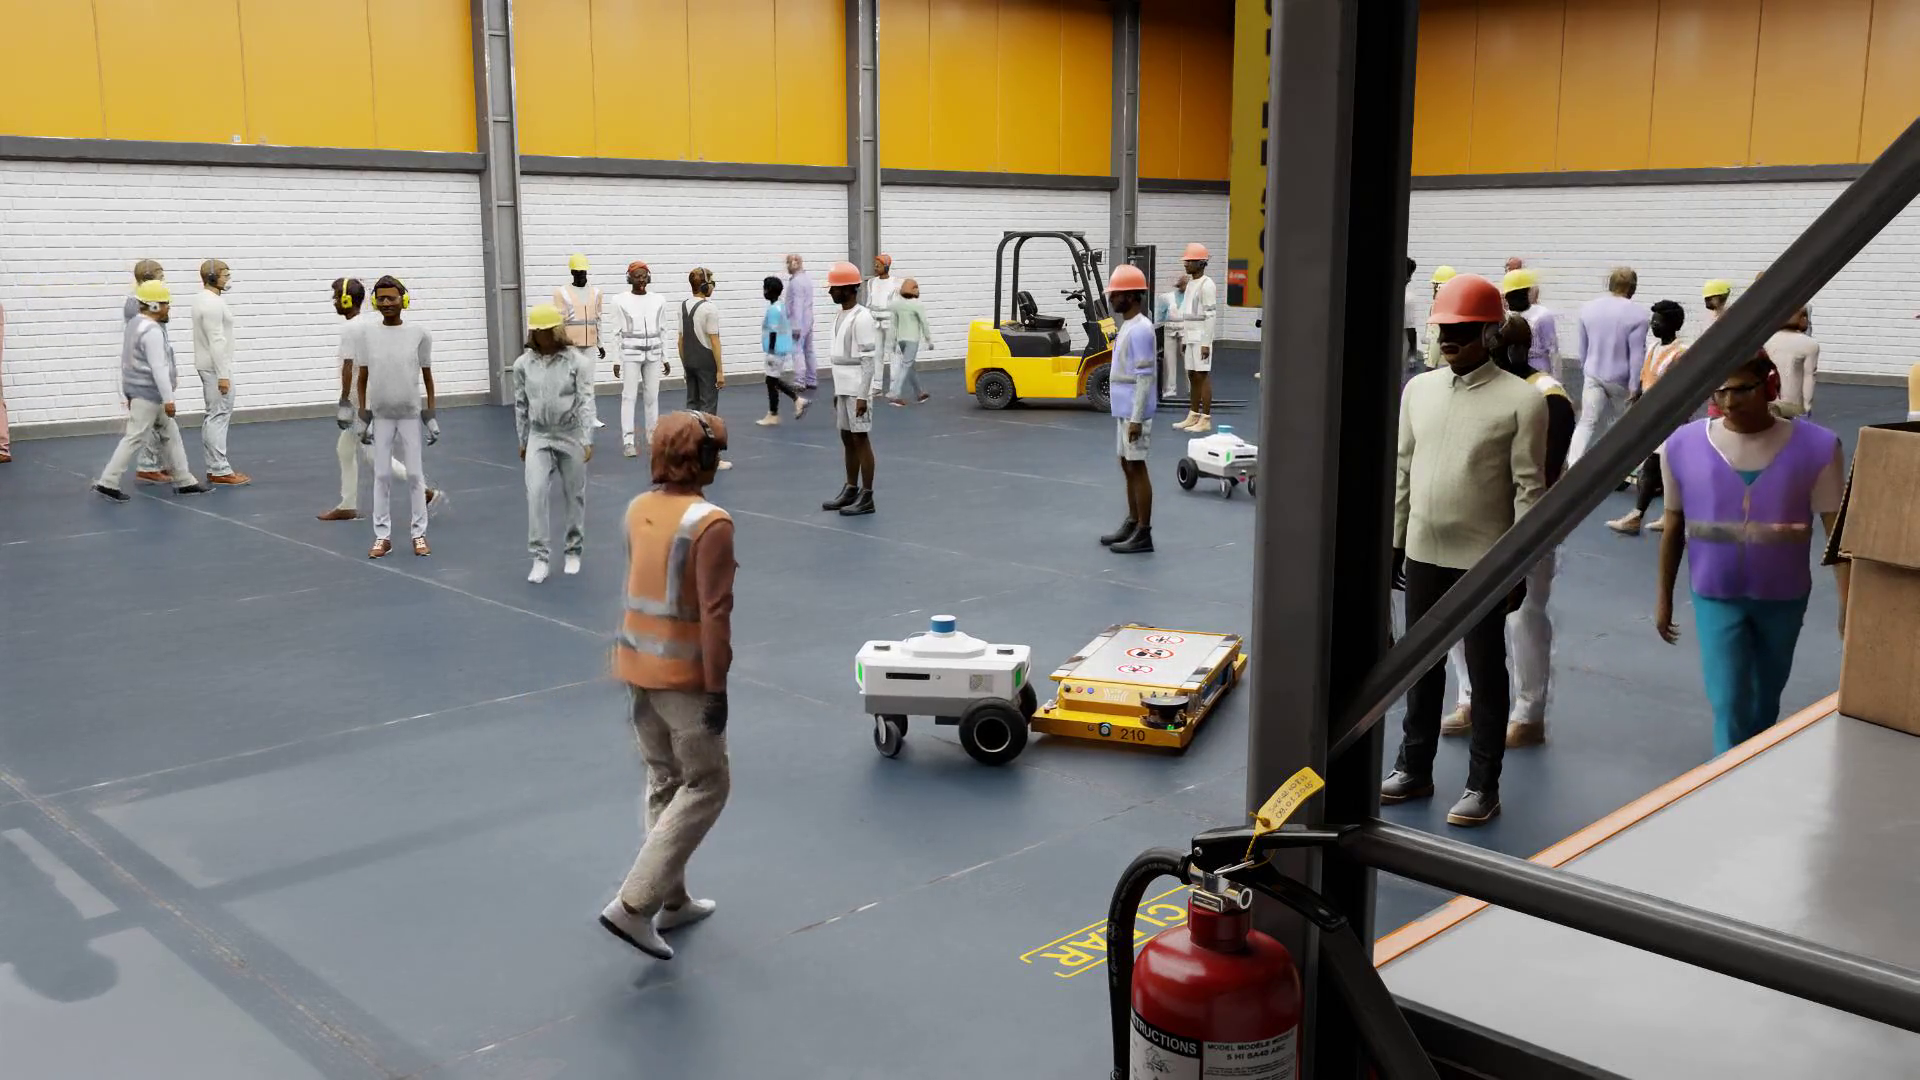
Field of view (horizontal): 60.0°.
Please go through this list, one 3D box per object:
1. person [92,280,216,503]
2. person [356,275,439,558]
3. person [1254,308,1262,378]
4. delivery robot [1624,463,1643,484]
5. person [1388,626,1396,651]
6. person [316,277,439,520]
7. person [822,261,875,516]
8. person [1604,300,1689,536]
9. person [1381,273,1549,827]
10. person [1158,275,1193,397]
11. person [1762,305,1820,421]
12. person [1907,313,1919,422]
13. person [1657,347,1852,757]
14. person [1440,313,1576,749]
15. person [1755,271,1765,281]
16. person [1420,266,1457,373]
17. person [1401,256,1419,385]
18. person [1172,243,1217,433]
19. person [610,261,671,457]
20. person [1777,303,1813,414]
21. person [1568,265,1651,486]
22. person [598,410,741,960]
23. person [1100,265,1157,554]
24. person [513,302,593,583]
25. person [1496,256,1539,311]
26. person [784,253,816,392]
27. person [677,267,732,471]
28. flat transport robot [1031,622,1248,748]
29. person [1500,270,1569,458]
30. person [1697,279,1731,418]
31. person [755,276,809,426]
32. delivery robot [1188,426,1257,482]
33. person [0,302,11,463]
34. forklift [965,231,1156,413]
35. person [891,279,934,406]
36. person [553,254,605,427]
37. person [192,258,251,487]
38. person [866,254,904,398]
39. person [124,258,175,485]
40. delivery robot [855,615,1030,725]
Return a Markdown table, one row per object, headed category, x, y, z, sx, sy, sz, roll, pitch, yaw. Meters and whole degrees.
| category | x | y | z | sx | sy | sz | roll | pitch | yaw |
| --- | --- | --- | --- | --- | --- | --- | --- | --- | --- |
| person | -6.560 | -1.187 | 13.344 | 0.904 | 1.787 | 0.615 | -7 | 13 | -34 |
| person | -3.737 | -0.813 | 11.046 | 0.520 | 1.871 | 0.332 | -2 | 11 | -12 |
| person | 4.673 | -3.346 | 24.947 | 0.624 | 1.840 | 0.429 | -7 | 13 | -35 |
| delivery robot | 5.800 | -0.700 | 13.761 | 0.707 | 0.478 | 0.477 | -3 | 11 | -16 |
| person | 1.783 | -0.202 | 7.726 | 0.610 | 1.891 | 0.777 | 10 | 14 | 44 |
| person | -4.364 | -1.026 | 12.349 | 0.888 | 1.835 | 0.511 | -1 | 10 | -3 |
| person | -0.845 | -1.152 | 12.717 | 0.376 | 1.934 | 0.547 | -5 | 12 | -26 |
| person | 4.917 | -0.868 | 11.877 | 0.671 | 1.673 | 0.552 | 0 | 10 | 1 |
| person | 1.817 | 0.036 | 6.076 | 0.382 | 1.995 | 0.612 | -9 | 14 | -41 |
| person | 2.909 | -2.678 | 21.933 | 0.598 | 1.613 | 0.352 | 3 | 11 | 16 |
| person | 6.577 | -1.098 | 13.291 | 0.381 | 1.619 | 0.504 | -10 | 14 | -44 |
| person | 4.599 | -0.256 | 7.830 | 0.552 | 1.933 | 0.371 | -4 | 11 | -20 |
| person | 2.754 | 0.201 | 5.787 | 0.657 | 1.788 | 0.938 | 5 | 11 | 24 |
| person | 2.243 | -0.029 | 6.901 | 0.519 | 1.818 | 0.665 | -4 | 11 | -21 |
| person | 10.974 | -2.861 | 22.840 | 0.521 | 1.640 | 0.307 | 5 | 11 | 25 |
| person | 4.757 | -1.783 | 16.433 | 0.403 | 1.833 | 0.591 | 8 | 13 | 38 |
| person | 4.348 | -1.924 | 16.940 | 0.518 | 1.935 | 0.626 | -8 | 13 | -36 |
| person | 2.545 | -2.172 | 17.977 | 0.390 | 2.045 | 0.607 | -3 | 11 | -14 |
| person | -3.092 | -1.752 | 16.125 | 0.587 | 1.882 | 0.341 | -7 | 12 | -32 |
| person | 9.802 | -2.269 | 19.627 | 0.270 | 1.631 | 0.507 | -6 | 12 | -28 |
| person | 5.394 | -1.337 | 13.863 | 0.619 | 1.895 | 1.018 | 10 | 14 | 43 |
| person | -0.902 | 0.428 | 4.970 | 0.530 | 1.617 | 0.538 | -10 | 14 | -42 |
| person | 1.129 | -0.876 | 11.204 | 0.372 | 1.934 | 0.551 | -1 | 10 | -4 |
| person | -2.510 | -0.600 | 10.285 | 0.501 | 1.714 | 0.718 | -1 | 10 | -5 |
| person | 7.067 | -2.662 | 21.133 | 0.643 | 1.873 | 0.899 | -2 | 11 | -11 |
| person | -2.220 | -2.999 | 22.889 | 0.395 | 1.901 | 0.669 | 1 | 10 | 8 |
| person | -2.332 | -1.544 | 15.096 | 0.513 | 1.845 | 0.335 | 8 | 13 | 39 |
| flat transport robot | 0.851 | 0.626 | 7.558 | 0.652 | 0.197 | 1.431 | 4 | 11 | 20 |
| person | 5.023 | -1.434 | 14.537 | 1.056 | 1.845 | 0.595 | -3 | 11 | -15 |
| person | 7.330 | -1.632 | 15.953 | 0.932 | 1.714 | 0.562 | -3 | 11 | -16 |
| person | -2.017 | -2.110 | 18.599 | 0.517 | 1.681 | 0.547 | 0 | 10 | 1 |
| delivery robot | 2.187 | -0.706 | 13.790 | 0.477 | 0.478 | 0.707 | -4 | 11 | -20 |
| person | -9.181 | -1.654 | 15.528 | 0.638 | 1.910 | 0.407 | 7 | 12 | 33 |
| forklift | 1.222 | -2.721 | 20.561 | 2.313 | 2.155 | 1.214 | 2 | 11 | 13 |
| person | -0.621 | -2.492 | 20.979 | 0.502 | 1.586 | 0.872 | 10 | 14 | 43 |
| person | -4.199 | -2.196 | 18.430 | 0.586 | 1.928 | 0.365 | -9 | 14 | -41 |
| person | -6.340 | -1.427 | 14.204 | 0.352 | 1.937 | 0.635 | -6 | 12 | -30 |
| person | -0.988 | -2.808 | 21.890 | 0.575 | 1.882 | 0.359 | 6 | 12 | 31 |
| person | -6.934 | -1.442 | 14.295 | 0.410 | 1.930 | 0.651 | -4 | 11 | -20 |
| delivery robot | -0.071 | 0.556 | 6.911 | 0.707 | 0.478 | 0.477 | 1 | 11 | 8 |
